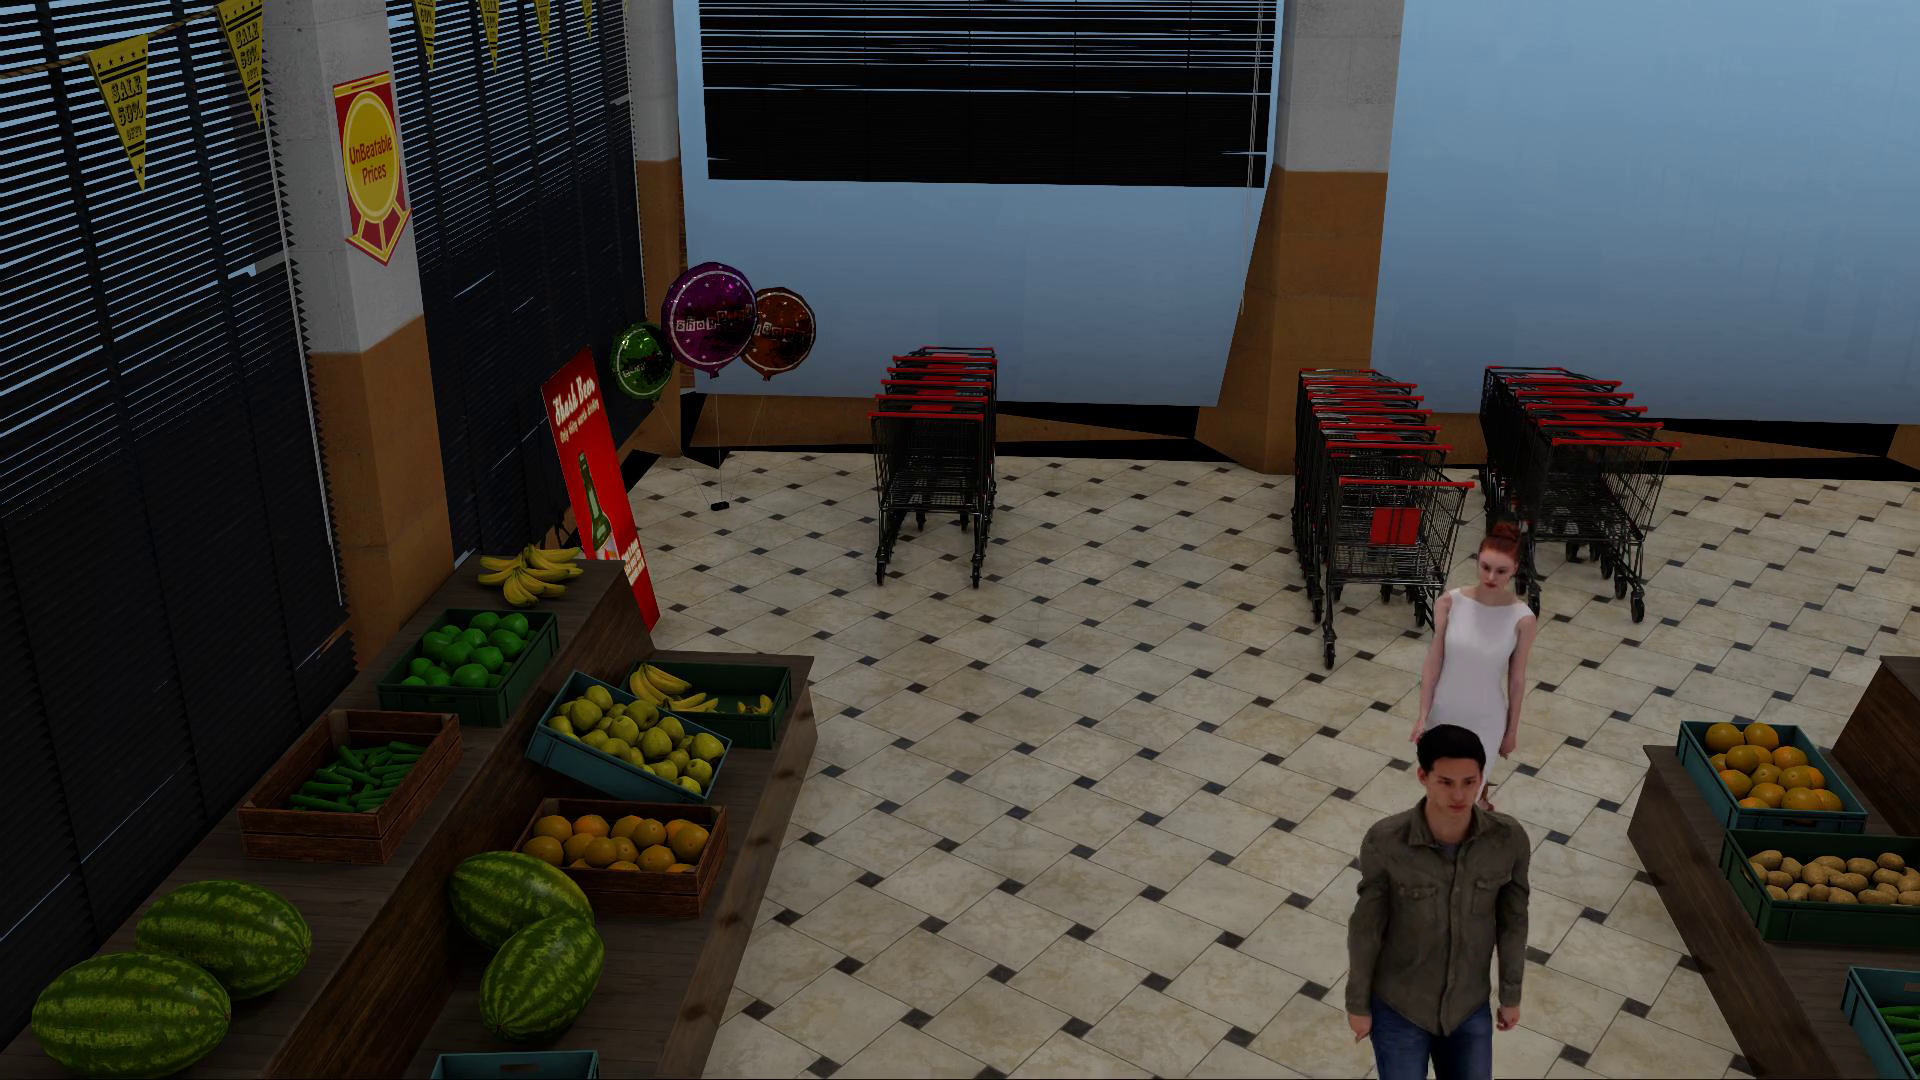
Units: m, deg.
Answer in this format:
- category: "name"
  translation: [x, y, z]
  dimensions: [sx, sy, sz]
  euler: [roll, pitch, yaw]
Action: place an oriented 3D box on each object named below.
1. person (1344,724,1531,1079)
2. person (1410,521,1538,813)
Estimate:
- category: "person"
  translation: [1.460, 1.378, 5.213]
  dimensions: [0.756, 1.849, 0.885]
  euler: [0, 22, 0]
- category: "person"
  translation: [2.132, 0.738, 6.923]
  dimensions: [0.897, 1.763, 1.137]
  euler: [14, 26, 30]
